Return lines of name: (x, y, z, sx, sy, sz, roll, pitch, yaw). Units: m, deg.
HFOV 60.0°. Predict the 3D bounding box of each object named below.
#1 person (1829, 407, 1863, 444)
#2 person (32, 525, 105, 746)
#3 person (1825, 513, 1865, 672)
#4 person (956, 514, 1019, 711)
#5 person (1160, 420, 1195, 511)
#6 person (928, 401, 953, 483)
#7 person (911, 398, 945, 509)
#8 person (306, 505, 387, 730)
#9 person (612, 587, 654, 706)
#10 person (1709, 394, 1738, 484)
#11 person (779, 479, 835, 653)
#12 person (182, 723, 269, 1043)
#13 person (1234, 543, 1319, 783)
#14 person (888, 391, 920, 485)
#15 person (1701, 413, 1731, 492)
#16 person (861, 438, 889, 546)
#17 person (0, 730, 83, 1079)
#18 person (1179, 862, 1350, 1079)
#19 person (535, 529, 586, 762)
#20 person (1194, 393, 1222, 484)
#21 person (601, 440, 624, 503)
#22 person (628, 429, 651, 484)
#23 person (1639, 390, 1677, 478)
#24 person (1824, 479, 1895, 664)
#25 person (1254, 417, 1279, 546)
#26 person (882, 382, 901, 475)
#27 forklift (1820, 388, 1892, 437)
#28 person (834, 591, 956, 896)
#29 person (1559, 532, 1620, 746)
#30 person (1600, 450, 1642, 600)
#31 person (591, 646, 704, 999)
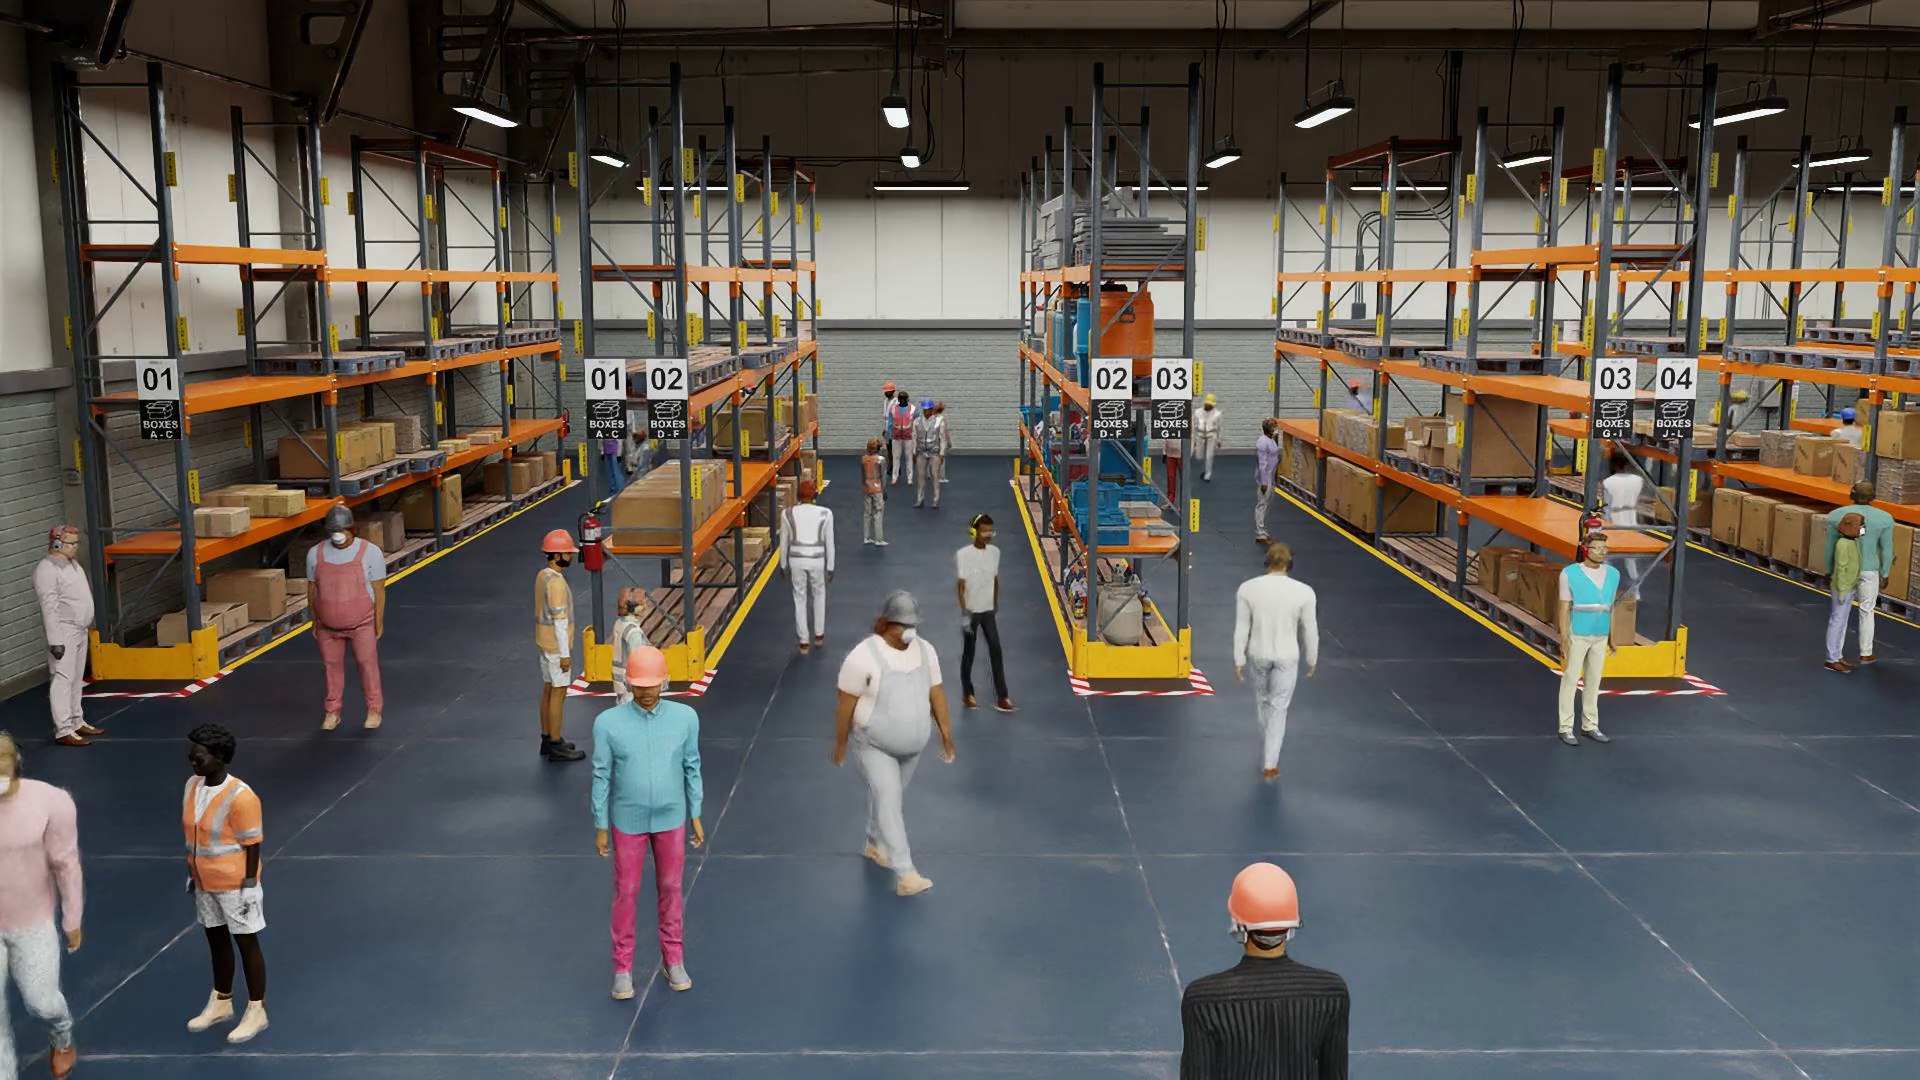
person: (14.461, -1.197, 27.167, 0.604, 1.930, 0.573, 2, 9, 12)
person: (-7.684, 0.813, 14.354, 0.410, 1.905, 0.641, -1, 9, -9)
person: (9.091, 0.525, 17.065, 0.278, 1.634, 0.498, 7, 12, 40)
person: (0.222, 0.691, 15.346, 0.527, 1.839, 0.758, -5, 10, -29)
person: (3.771, -1.493, 28.890, 0.622, 1.994, 0.381, 7, 11, 39)
person: (-0.406, -1.930, 32.880, 0.378, 1.628, 0.525, -6, 11, -33)
person: (-0.560, -1.520, 29.222, 0.611, 1.947, 0.388, 2, 9, 13)
person: (-5.456, 0.680, 14.767, 0.686, 2.000, 0.535, -1, 9, -5)
person: (-2.534, 1.175, 12.883, 0.309, 1.636, 0.522, -5, 10, -27)
person: (14.737, -1.926, 32.221, 0.536, 1.825, 0.475, 3, 9, 16)
person: (-1.663, 0.256, 18.076, 0.599, 1.849, 0.833, -1, 9, -4)
person: (-3.872, 1.787, 8.745, 0.533, 1.697, 0.322, 5, 10, 30)
person: (2.579, 0.955, 13.515, 0.651, 1.878, 1.032, 4, 10, 22)
person: (-1.111, -2.000, 32.647, 0.623, 1.845, 0.430, 1, 9, 5)
person: (13.434, -1.447, 29.507, 0.484, 1.713, 0.789, 1, 9, 6)
person: (-1.294, -0.723, 25.109, 0.510, 1.634, 0.309, 8, 12, 43)
person: (-4.512, 1.807, 7.900, 0.654, 1.920, 0.567, -3, 9, -17)
person: (1.051, 2.094, 5.815, 0.611, 1.997, 0.375, -1, 9, -8)
person: (-3.339, 0.870, 13.875, 0.376, 1.935, 0.550, -5, 10, -27)
person: (4.850, -1.988, 32.704, 0.598, 1.802, 0.415, 3, 9, 21)
person: (-6.260, -1.595, 29.796, 0.391, 1.919, 0.583, -9, 12, -44)
person: (-5.179, -1.016, 27.048, 0.408, 1.606, 0.540, -8, 12, -41)
person: (14.282, -2.164, 33.814, 0.627, 1.813, 0.848, -4, 10, -22)
person: (9.363, 0.329, 17.354, 0.635, 1.940, 0.366, 6, 10, 32)
person: (4.656, -0.891, 25.208, 0.373, 1.940, 0.629, 3, 9, 21)
person: (-1.436, -2.292, 34.267, 0.391, 1.927, 0.545, -6, 11, -33)
forklift: (20.072, -3.110, 36.462, 1.873, 2.768, 1.129, 0, 9, 0)
person: (-0.419, 1.264, 11.010, 0.705, 2.000, 1.032, -7, 11, -38)
person: (5.411, 0.838, 14.364, 0.567, 1.850, 0.389, -3, 9, -17)
person: (8.257, -0.189, 20.876, 0.596, 1.916, 0.682, -3, 9, -16)
person: (-1.730, 1.559, 9.272, 0.621, 1.989, 0.398, -3, 9, -21)
